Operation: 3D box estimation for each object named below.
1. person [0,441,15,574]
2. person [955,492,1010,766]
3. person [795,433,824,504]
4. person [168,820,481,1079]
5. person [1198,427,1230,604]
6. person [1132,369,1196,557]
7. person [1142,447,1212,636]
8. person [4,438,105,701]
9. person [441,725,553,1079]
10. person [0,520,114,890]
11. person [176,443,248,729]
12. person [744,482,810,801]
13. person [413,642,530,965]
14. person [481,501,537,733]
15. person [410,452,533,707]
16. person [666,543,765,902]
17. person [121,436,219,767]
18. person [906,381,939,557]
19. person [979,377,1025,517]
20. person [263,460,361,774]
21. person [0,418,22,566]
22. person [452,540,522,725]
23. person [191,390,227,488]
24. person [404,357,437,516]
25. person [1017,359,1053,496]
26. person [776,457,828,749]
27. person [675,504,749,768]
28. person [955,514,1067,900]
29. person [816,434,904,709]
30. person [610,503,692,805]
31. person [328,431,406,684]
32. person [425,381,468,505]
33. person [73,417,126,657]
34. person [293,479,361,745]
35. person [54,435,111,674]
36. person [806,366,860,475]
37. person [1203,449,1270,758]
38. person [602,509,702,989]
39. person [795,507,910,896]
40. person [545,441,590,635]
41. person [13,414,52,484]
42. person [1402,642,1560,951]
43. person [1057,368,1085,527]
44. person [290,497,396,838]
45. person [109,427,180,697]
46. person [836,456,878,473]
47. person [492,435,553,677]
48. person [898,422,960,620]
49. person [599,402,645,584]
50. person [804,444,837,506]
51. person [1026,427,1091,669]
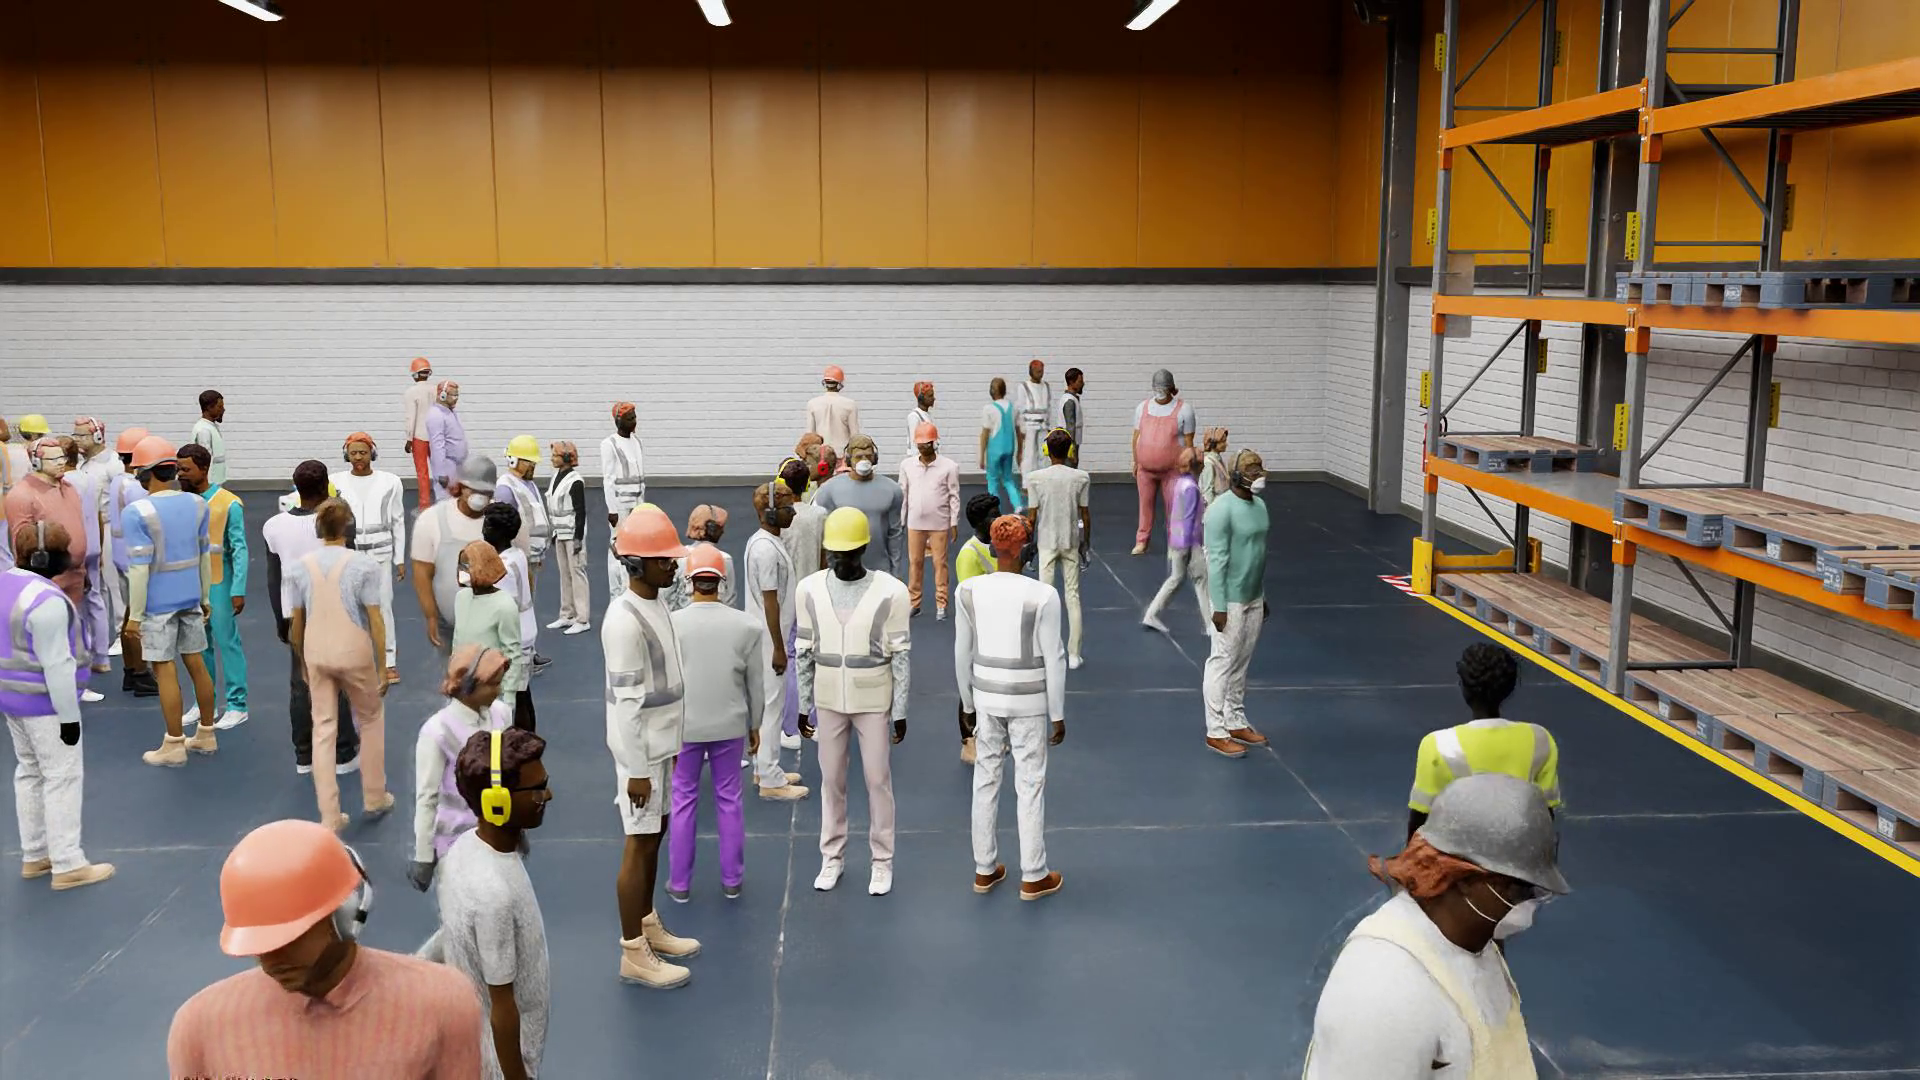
[{"bbox_3d":[-8.423,-0.231,14.474,0.365,1.923,0.587,-5,10,-29],"label":"person"},{"bbox_3d":[0.142,0.546,10.309,0.318,1.696,0.532,3,9,17],"label":"person"},{"bbox_3d":[-1.350,-0.151,14.919,0.278,1.628,0.506,6,11,33],"label":"person"},{"bbox_3d":[-1.275,1.509,3.405,0.633,1.974,0.435,-2,9,-14],"label":"person"},{"bbox_3d":[2.326,-0.219,15.291,0.306,1.640,0.521,3,9,16],"label":"person"},{"bbox_3d":[2.155,-0.831,17.876,0.674,2.000,0.535,4,10,22],"label":"person"},{"bbox_3d":[1.913,0.017,13.926,0.771,1.606,0.531,0,9,-1],"label":"person"},{"bbox_3d":[-6.280,0.241,11.569,0.410,1.908,0.642,1,9,5],"label":"person"},{"bbox_3d":[-1.186,1.400,4.404,0.315,1.870,0.533,-4,10,-23],"label":"person"},{"bbox_3d":[-4.528,0.811,8.236,0.638,1.833,0.431,7,12,39],"label":"person"},{"bbox_3d":[-5.024,0.304,11.135,0.592,1.917,0.375,3,10,18],"label":"person"},{"bbox_3d":[-1.074,0.580,9.629,0.346,1.846,0.507,-2,9,-12],"label":"person"},{"bbox_3d":[-1.997,1.187,6.537,0.631,1.613,0.525,3,9,17],"label":"person"},{"bbox_3d":[-2.686,0.610,9.902,0.321,1.697,0.530,-1,9,-7],"label":"person"},{"bbox_3d":[-3.028,0.366,10.361,0.712,2.000,0.949,-2,9,-14],"label":"person"},{"bbox_3d":[-1.234,0.882,8.065,0.575,1.741,0.355,-3,10,-19],"label":"person"},{"bbox_3d":[-4.906,0.378,10.275,0.391,2.040,0.615,4,10,21],"label":"person"},{"bbox_3d":[-0.394,-0.770,17.988,0.356,1.882,0.574,2,9,12],"label":"person"},{"bbox_3d":[0.522,-1.018,19.717,0.550,1.824,0.537,-5,10,-30],"label":"person"},{"bbox_3d":[-3.892,0.472,10.075,0.587,1.920,0.391,1,9,9],"label":"person"},{"bbox_3d":[-9.502,-0.407,16.482,0.500,1.636,0.286,-3,10,-18],"label":"person"},{"bbox_3d":[-2.527,0.808,8.858,0.504,1.633,0.279,7,11,36],"label":"person"},{"bbox_3d":[-7.354,-0.516,16.322,0.396,1.911,0.588,-3,10,-19],"label":"person"},{"bbox_3d":[-6.746,-1.300,20.966,0.395,1.992,0.622,6,11,32],"label":"person"},{"bbox_3d":[1.034,-1.541,22.861,0.588,1.874,0.348,-7,12,-38],"label":"person"},{"bbox_3d":[-1.064,0.402,10.669,0.326,1.871,0.520,9,13,44],"label":"person"},{"bbox_3d":[-1.548,0.598,10.165,0.515,1.639,0.314,8,12,40],"label":"person"},{"bbox_3d":[0.252,0.808,8.081,0.574,1.882,0.356,5,10,26],"label":"person"},{"bbox_3d":[-0.683,0.231,11.530,0.632,1.940,0.372,-3,10,-21],"label":"person"},{"bbox_3d":[-1.763,0.653,9.489,0.485,1.745,0.296,0,9,2],"label":"person"},{"bbox_3d":[-4.385,0.141,12.267,0.575,1.883,0.355,-3,10,-20],"label":"person"},{"bbox_3d":[-5.482,-0.758,17.858,0.408,1.903,0.638,-1,9,-6],"label":"person"},{"bbox_3d":[-6.878,-0.029,13.257,0.651,1.907,0.409,4,10,23],"label":"person"},{"bbox_3d":[-4.053,0.459,10.640,0.525,1.768,0.304,7,11,36],"label":"person"},{"bbox_3d":[-6.633,0.133,12.479,0.357,1.836,0.511,3,9,17],"label":"person"},{"bbox_3d":[-1.440,-0.994,19.043,0.622,1.993,0.382,1,9,9],"label":"person"},{"bbox_3d":[1.768,0.386,10.552,0.370,1.941,0.627,7,11,37],"label":"person"},{"bbox_3d":[-1.314,0.879,7.132,0.373,2.042,0.614,0,9,1],"label":"person"},{"bbox_3d":[-0.530,0.783,8.131,0.586,1.920,0.397,2,9,13],"label":"person"},{"bbox_3d":[-3.314,-0.026,14.069,0.313,1.642,0.513,-7,11,-36],"label":"person"},{"bbox_3d":[-8.473,-0.295,15.404,0.564,1.746,0.550,-2,9,-11],"label":"person"},{"bbox_3d":[1.908,1.198,6.237,0.557,1.674,0.593,-2,9,-10],"label":"person"},{"bbox_3d":[1.325,-1.116,20.046,0.376,1.917,0.600,0,9,1],"label":"person"},{"bbox_3d":[-3.370,0.676,9.092,0.546,1.817,0.712,0,9,1],"label":"person"},{"bbox_3d":[-5.904,0.156,12.003,0.378,1.936,0.548,-7,12,-39],"label":"person"},{"bbox_3d":[-0.750,0.192,12.353,0.330,1.751,0.563,-1,9,-4],"label":"person"},{"bbox_3d":[-3.314,0.113,12.635,0.403,1.822,0.588,0,9,3],"label":"person"},{"bbox_3d":[-0.286,-0.164,14.585,0.573,1.749,0.342,2,9,14],"label":"person"},{"bbox_3d":[-3.032,-0.313,15.119,0.354,1.883,0.576,3,10,19],"label":"person"},{"bbox_3d":[-0.927,0.237,11.781,0.374,1.843,0.575,-2,9,-11],"label":"person"},{"bbox_3d":[0.754,0.068,12.769,0.513,1.872,0.328,-1,9,-4],"label":"person"}]
